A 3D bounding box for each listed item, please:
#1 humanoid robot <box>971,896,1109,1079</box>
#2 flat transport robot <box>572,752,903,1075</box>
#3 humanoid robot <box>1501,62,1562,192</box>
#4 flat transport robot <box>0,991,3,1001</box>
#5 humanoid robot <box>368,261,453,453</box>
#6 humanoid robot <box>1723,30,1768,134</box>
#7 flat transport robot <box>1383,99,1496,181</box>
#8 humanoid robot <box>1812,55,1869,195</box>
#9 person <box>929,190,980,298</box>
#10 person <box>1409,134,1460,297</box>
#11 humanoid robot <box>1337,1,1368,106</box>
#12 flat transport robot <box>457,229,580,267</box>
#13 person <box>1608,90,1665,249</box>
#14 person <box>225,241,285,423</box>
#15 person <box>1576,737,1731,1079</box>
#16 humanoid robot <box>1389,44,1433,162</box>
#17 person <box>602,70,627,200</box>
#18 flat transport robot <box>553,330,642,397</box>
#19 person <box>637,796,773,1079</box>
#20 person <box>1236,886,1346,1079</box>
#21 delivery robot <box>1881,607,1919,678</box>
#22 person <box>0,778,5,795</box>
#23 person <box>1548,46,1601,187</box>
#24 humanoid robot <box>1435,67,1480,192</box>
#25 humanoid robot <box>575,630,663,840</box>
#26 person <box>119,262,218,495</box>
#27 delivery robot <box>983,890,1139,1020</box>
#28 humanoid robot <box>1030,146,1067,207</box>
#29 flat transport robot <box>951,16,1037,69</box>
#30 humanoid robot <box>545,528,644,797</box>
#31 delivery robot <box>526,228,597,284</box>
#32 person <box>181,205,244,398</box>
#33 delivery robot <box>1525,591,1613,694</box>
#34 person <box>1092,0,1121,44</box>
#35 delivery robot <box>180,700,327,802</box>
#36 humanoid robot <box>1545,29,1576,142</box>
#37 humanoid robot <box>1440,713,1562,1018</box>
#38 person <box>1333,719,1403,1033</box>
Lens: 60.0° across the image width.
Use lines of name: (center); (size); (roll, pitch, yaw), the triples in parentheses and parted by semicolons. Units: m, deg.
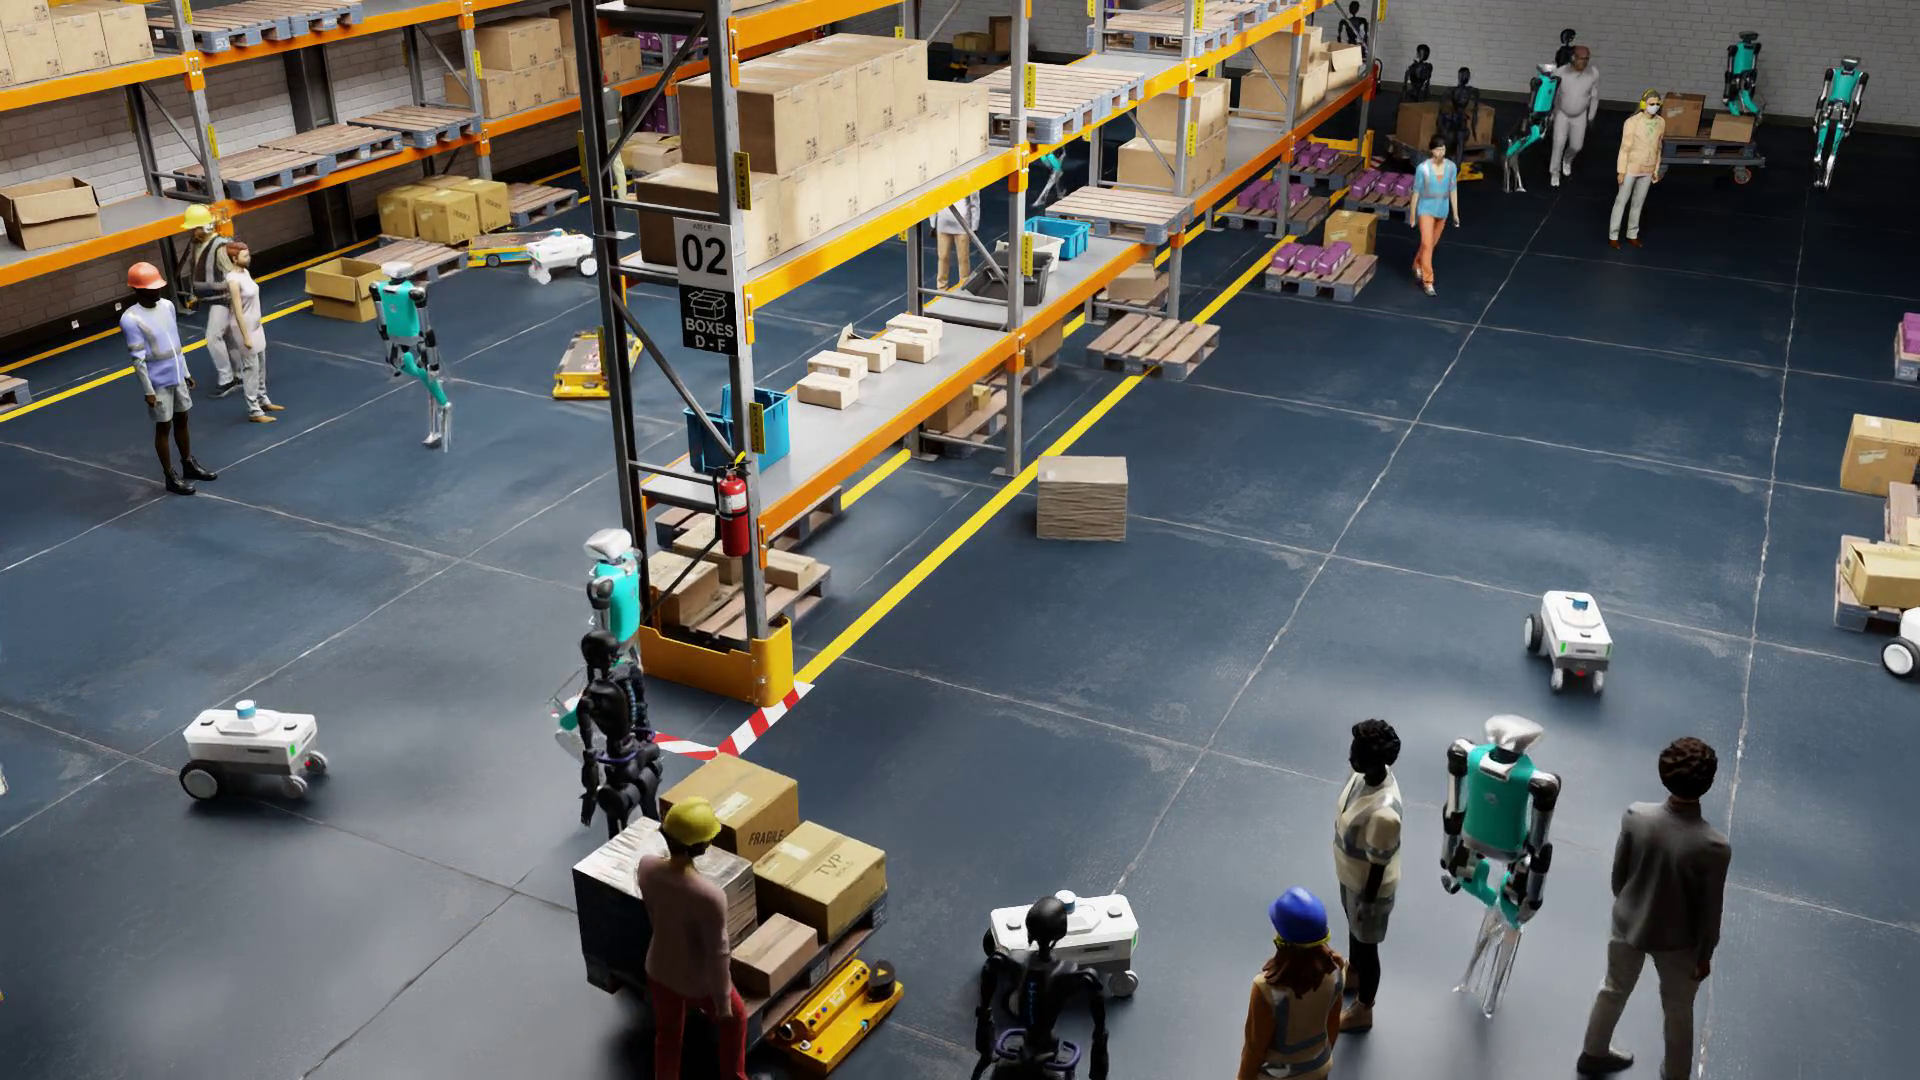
humanoid robot: (0.323, 2.168, 6.826); (0.603, 1.640, 0.597); (10, 28, 19)
flat transport robot: (-1.060, 2.169, 8.397); (1.431, 0.231, 0.659); (16, 30, 29)
humanoid robot: (7.544, -5.493, 22.283); (0.542, 1.832, 0.724); (-17, 31, -31)
flat transport robot: (-5.485, 2.094, 8.548); (0.659, 0.231, 1.431); (-22, 34, -37)
humanoid robot: (-4.607, -1.574, 14.370); (0.538, 1.838, 0.750); (9, 28, 17)
humanoid robot: (11.420, -6.472, 24.189); (0.541, 1.747, 0.948); (-9, 28, -17)
flat transport robot: (6.765, -5.352, 23.588); (0.659, 0.231, 1.431); (-6, 27, -12)
humanoid robot: (11.722, -5.511, 22.316); (0.556, 1.837, 0.874); (13, 29, 24)
person: (-0.078, -3.399, 17.969); (0.571, 1.749, 0.340); (7, 27, 15)
person: (5.266, -3.666, 18.540); (0.505, 1.729, 0.885); (-4, 27, -9)
humanoid robot: (6.438, -8.038, 27.432); (0.609, 1.642, 0.463); (-7, 27, -14)
flat transport robot: (-5.231, -3.467, 19.781); (1.431, 0.231, 0.659); (-6, 27, -13)
person: (8.122, -4.453, 19.965); (0.552, 1.877, 0.414); (-6, 27, -12)
person: (-6.414, -1.883, 15.019); (0.277, 1.654, 0.456); (-3, 26, -6)
person: (3.137, 1.731, 7.469); (0.530, 1.883, 0.451); (21, 33, 36)
humanoid robot: (6.517, -6.261, 23.846); (0.609, 1.642, 0.566); (-17, 31, -31)
person: (-4.549, -5.140, 21.393); (0.390, 1.838, 0.563); (22, 34, 37)
flat transport robot: (-3.531, -1.723, 16.259); (0.659, 0.231, 1.431); (-1, 26, -2)
person: (-1.131, 1.857, 7.358); (0.540, 1.738, 0.690); (16, 31, 30)
person: (1.320, 2.142, 6.747); (0.459, 1.780, 0.306); (-12, 29, -23)
delivery robot: (6.566, 0.725, 10.997); (0.525, 0.599, 0.771); (-13, 29, -24)
person: (-5.917, 0.760, 9.492); (0.655, 1.833, 0.487); (-23, 34, -38)
person: (8.310, -5.790, 22.653); (0.681, 1.883, 0.540); (4, 27, 8)
humanoid robot: (6.674, -5.527, 22.366); (0.610, 1.647, 0.447); (-2, 26, -5)
humanoid robot: (-1.702, 1.221, 8.734); (0.474, 1.647, 0.588); (11, 28, 21)
person: (-6.478, -1.326, 13.578); (0.355, 1.938, 0.544); (6, 27, 13)
delivery robot: (0.516, 2.024, 8.351); (0.774, 0.581, 0.499); (-5, 27, -9)
humanoid robot: (1.193, -5.222, 21.754); (0.852, 1.856, 0.548); (-20, 32, -34)
flat transport robot: (0.586, -8.627, 30.204); (1.431, 0.231, 0.659); (21, 33, 36)
humanoid robot: (-2.134, 0.758, 9.606); (0.665, 1.808, 0.538); (6, 27, 12)
delivery robot: (-4.554, -3.266, 19.074); (0.802, 0.613, 0.499); (-17, 31, -31)
person: (-7.027, -2.231, 15.549); (0.609, 1.808, 0.660); (24, 35, 39)
delivery robot: (4.119, 0.640, 11.153); (0.499, 0.587, 0.787); (4, 27, 7)
person: (2.576, -9.045, 29.200); (0.558, 1.919, 0.453); (20, 32, 34)
delivery robot: (-4.254, 1.244, 9.963); (0.803, 0.613, 0.499); (2, 26, 5)
humanoid robot: (9.000, -6.810, 24.952); (0.458, 1.650, 0.613); (0, 26, 1)
humanoid robot: (2.640, 1.548, 8.012); (0.546, 1.784, 0.724); (23, 34, 38)
person: (1.931, 1.592, 7.960); (0.320, 1.693, 0.533); (1, 26, 2)
